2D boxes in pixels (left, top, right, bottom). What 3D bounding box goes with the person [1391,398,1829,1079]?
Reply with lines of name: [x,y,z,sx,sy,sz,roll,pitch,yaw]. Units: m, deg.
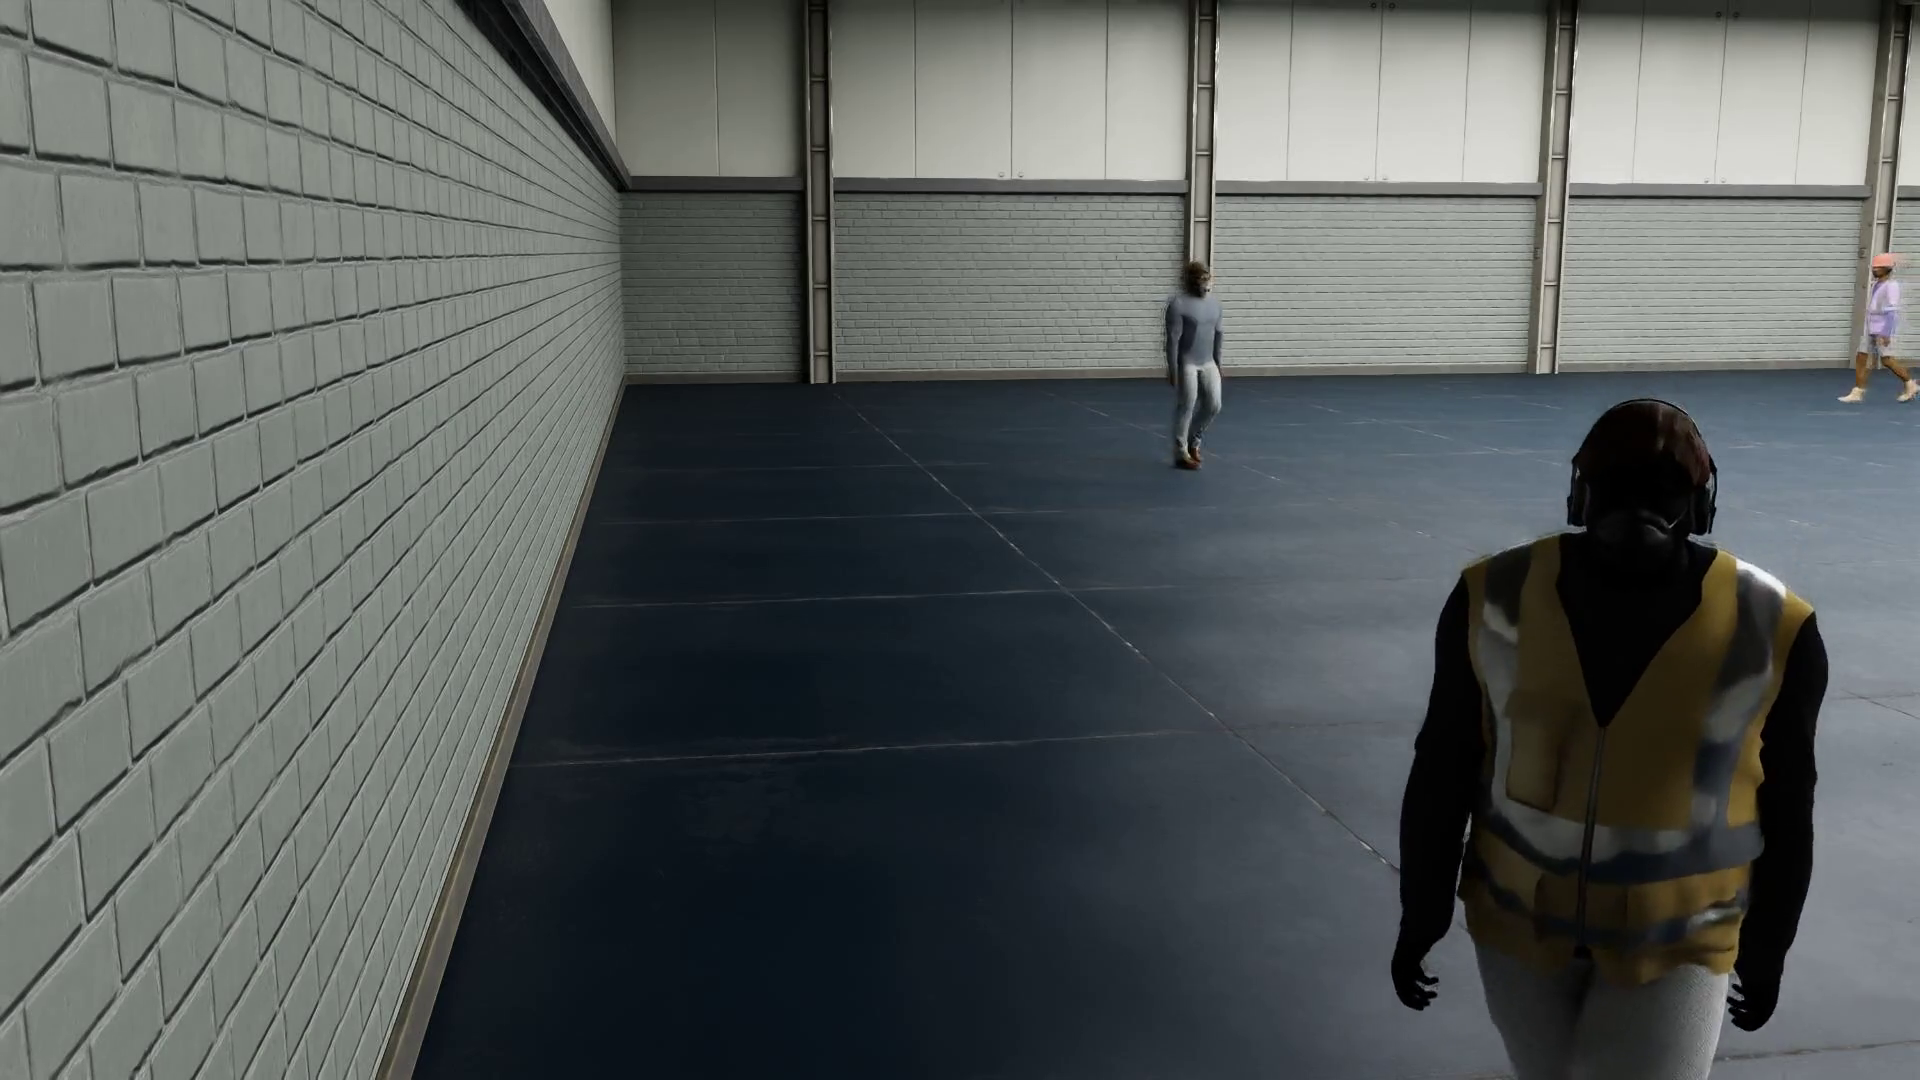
person: [1.101,0.645,2.869,0.630,1.799,0.972,6,11,30]

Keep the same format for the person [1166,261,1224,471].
person: [2.166,-1.593,15.329,0.674,1.930,0.423,-6,12,-32]

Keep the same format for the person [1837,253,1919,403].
person: [12.287,-2.802,22.078,0.950,2.015,0.616,1,10,4]
